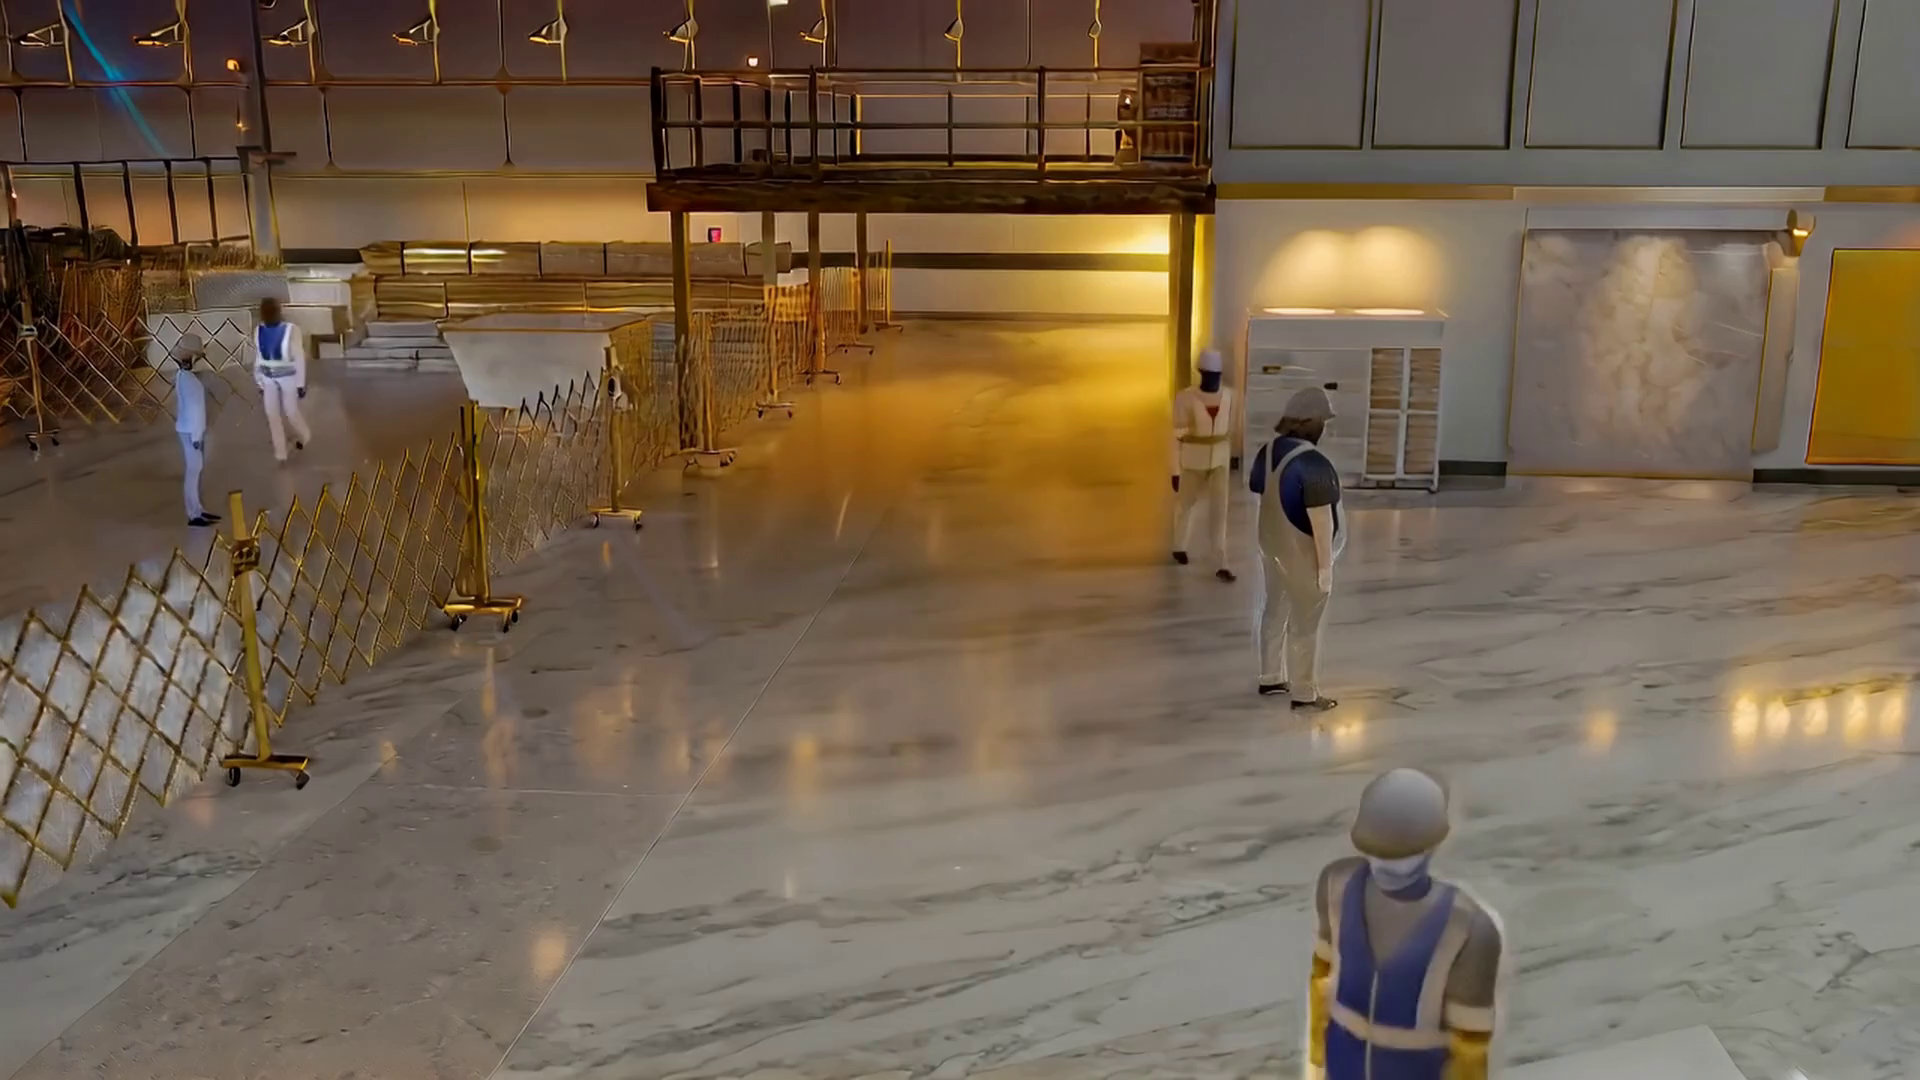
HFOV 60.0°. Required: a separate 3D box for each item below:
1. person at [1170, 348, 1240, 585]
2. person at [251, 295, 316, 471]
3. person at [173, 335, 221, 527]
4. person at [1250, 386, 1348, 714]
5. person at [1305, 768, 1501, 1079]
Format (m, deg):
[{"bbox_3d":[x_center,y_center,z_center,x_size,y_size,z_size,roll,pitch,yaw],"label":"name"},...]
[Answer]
[{"bbox_3d":[1.981,-0.634,13.494,0.610,1.874,1.022,-3,14,-13],"label":"person"},{"bbox_3d":[-7.255,-1.689,17.803,0.591,1.869,0.576,2,14,8],"label":"person"},{"bbox_3d":[-6.975,-0.994,15.195,0.348,1.756,0.518,-5,15,-21],"label":"person"},{"bbox_3d":[2.140,0.050,10.336,0.539,2.000,0.689,-6,15,-24],"label":"person"},{"bbox_3d":[1.128,1.531,4.548,0.583,1.906,0.798,12,18,40],"label":"person"}]
